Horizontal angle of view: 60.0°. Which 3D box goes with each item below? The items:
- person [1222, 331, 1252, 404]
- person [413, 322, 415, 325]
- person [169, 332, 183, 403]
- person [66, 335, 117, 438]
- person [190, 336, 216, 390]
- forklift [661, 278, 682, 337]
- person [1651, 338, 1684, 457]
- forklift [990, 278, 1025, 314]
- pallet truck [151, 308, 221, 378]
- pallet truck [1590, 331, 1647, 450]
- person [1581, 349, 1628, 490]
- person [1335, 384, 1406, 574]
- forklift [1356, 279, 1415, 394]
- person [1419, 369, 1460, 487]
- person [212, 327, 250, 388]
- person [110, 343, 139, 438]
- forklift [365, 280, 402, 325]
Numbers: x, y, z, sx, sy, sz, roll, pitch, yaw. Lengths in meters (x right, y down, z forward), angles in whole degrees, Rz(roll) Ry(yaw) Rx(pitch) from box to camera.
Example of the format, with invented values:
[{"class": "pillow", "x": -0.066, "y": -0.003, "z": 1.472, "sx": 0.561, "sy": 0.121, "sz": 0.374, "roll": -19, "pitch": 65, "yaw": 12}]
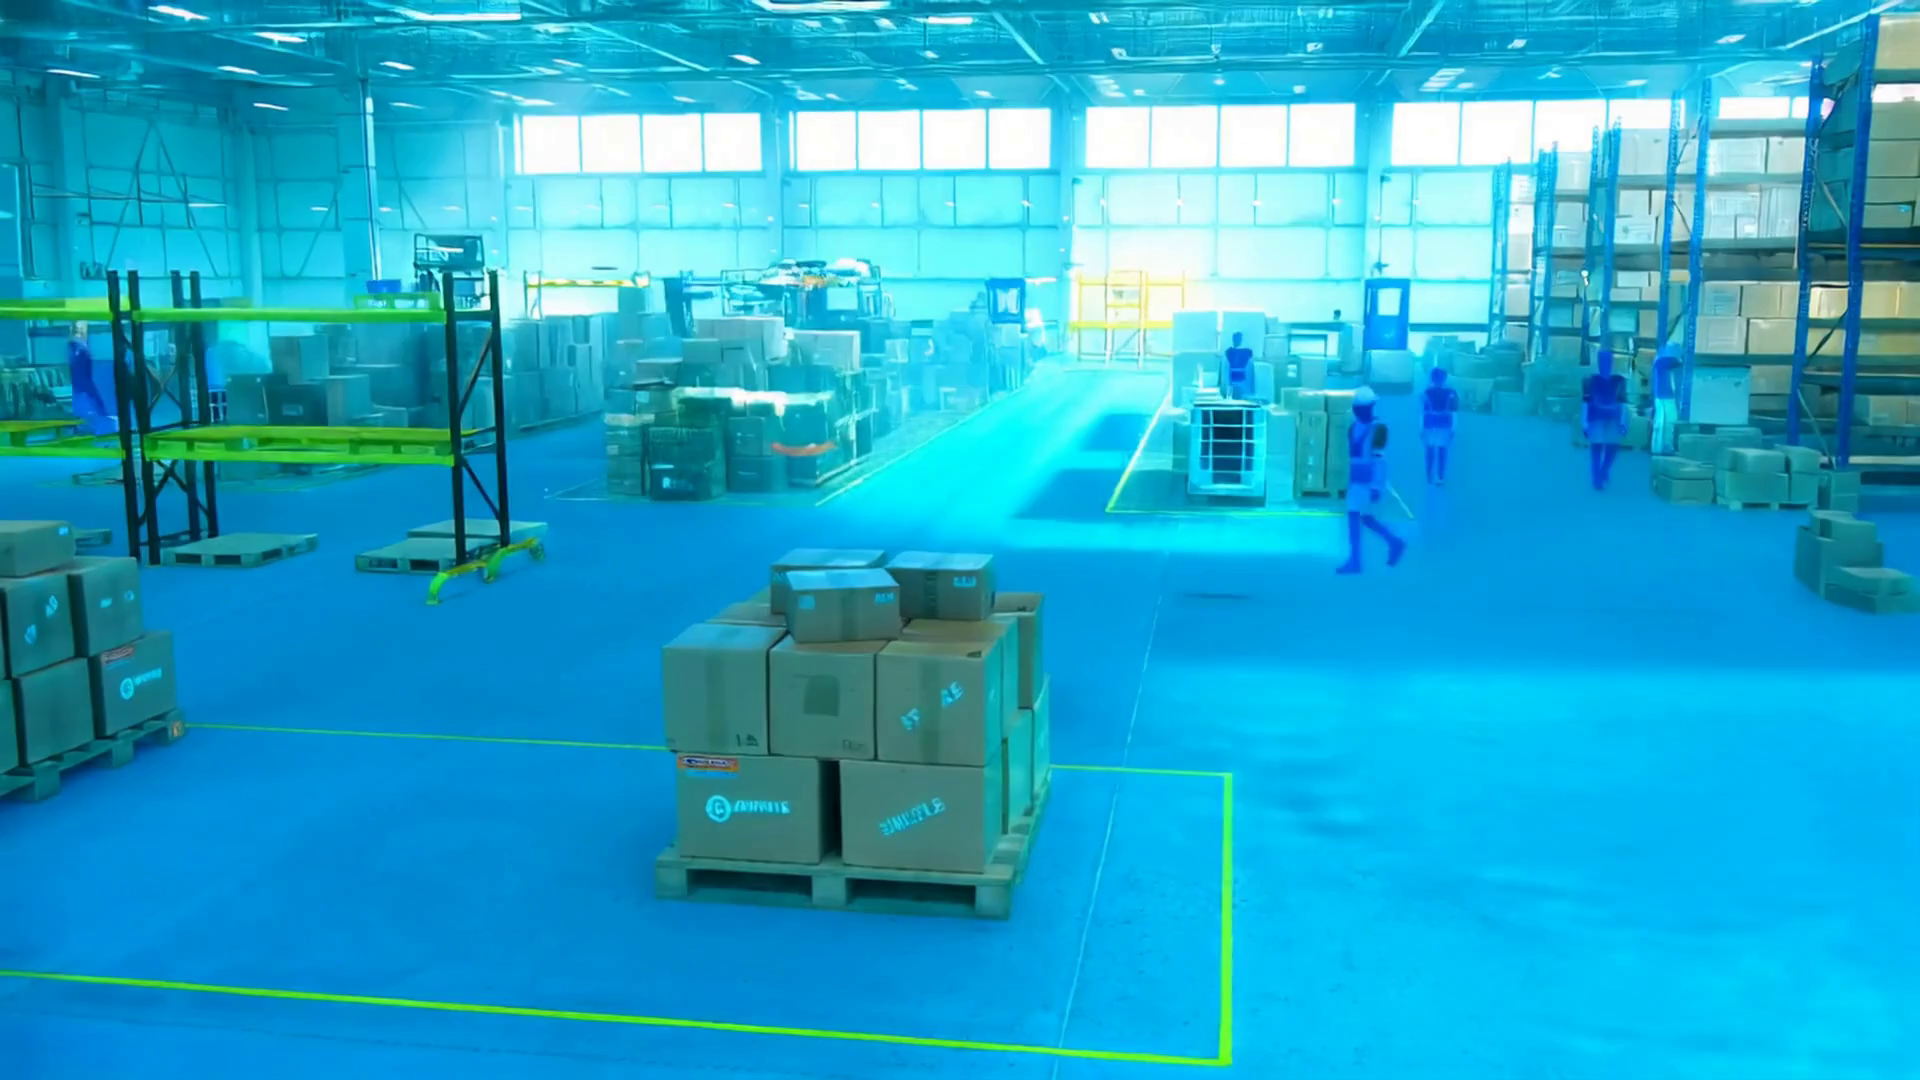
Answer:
[{"class": "person", "x": 5.192, "y": -2.966, "z": 31.211, "sx": 0.628, "sy": 1.898, "sz": 0.441, "roll": -3, "pitch": 10, "yaw": -20}, {"class": "person", "x": -16.919, "y": -6.175, "z": 51.098, "sx": 1.037, "sy": 1.876, "sz": 0.554, "roll": -2, "pitch": 9, "yaw": -13}, {"class": "person", "x": -17.873, "y": -3.946, "z": 38.064, "sx": 0.514, "sy": 1.642, "sz": 0.310, "roll": 6, "pitch": 11, "yaw": 32}, {"class": "person", "x": -15.255, "y": -2.621, "z": 29.050, "sx": 0.638, "sy": 1.917, "sz": 0.813, "roll": 5, "pitch": 11, "yaw": 31}, {"class": "person", "x": -15.426, "y": -3.320, "z": 33.908, "sx": 0.484, "sy": 1.732, "sz": 0.399, "roll": 0, "pitch": 9, "yaw": -3}, {"class": "forklift", "x": -7.813, "y": -5.738, "z": 45.301, "sx": 1.873, "sy": 2.768, "sz": 1.129, "roll": 0, "pitch": 9, "yaw": 2}, {"class": "person", "x": 11.455, "y": -2.284, "z": 26.895, "sx": 0.372, "sy": 1.940, "sz": 0.631, "roll": -3, "pitch": 10, "yaw": -17}, {"class": "forklift", "x": 1.318, "y": -5.923, "z": 46.445, "sx": 1.129, "sy": 2.768, "sz": 1.873, "roll": 1, "pitch": 9, "yaw": 9}, {"class": "pallet truck", "x": -21.869, "y": -5.598, "z": 47.154, "sx": 0.823, "sy": 1.965, "sz": 1.885, "roll": 4, "pitch": 10, "yaw": 26}, {"class": "pallet truck", "x": 11.253, "y": -2.573, "z": 28.499, "sx": 0.823, "sy": 1.965, "sz": 1.885, "roll": 5, "pitch": 10, "yaw": 27}, {"class": "person", "x": 8.913, "y": -1.662, "z": 23.007, "sx": 0.641, "sy": 1.949, "sz": 0.444, "roll": 2, "pitch": 9, "yaw": 11}, {"class": "person", "x": 4.107, "y": -0.605, "z": 16.618, "sx": 0.635, "sy": 1.917, "sz": 0.548, "roll": -3, "pitch": 10, "yaw": -19}, {"class": "forklift", "x": 10.571, "y": -5.061, "z": 41.125, "sx": 1.129, "sy": 2.768, "sz": 1.873, "roll": 0, "pitch": 9, "yaw": 3}, {"class": "person", "x": 6.772, "y": -1.588, "z": 23.505, "sx": 0.547, "sy": 1.642, "sz": 0.886, "roll": 3, "pitch": 10, "yaw": 19}, {"class": "person", "x": -14.393, "y": -3.247, "z": 32.928, "sx": 0.633, "sy": 1.916, "sz": 0.681, "roll": -2, "pitch": 9, "yaw": -9}, {"class": "person", "x": -14.957, "y": -2.687, "z": 29.876, "sx": 0.593, "sy": 1.780, "sz": 0.989, "roll": -1, "pitch": 9, "yaw": -6}, {"class": "forklift", "x": -12.326, "y": -4.179, "z": 35.686, "sx": 1.873, "sy": 2.768, "sz": 1.129, "roll": 1, "pitch": 9, "yaw": 9}]
